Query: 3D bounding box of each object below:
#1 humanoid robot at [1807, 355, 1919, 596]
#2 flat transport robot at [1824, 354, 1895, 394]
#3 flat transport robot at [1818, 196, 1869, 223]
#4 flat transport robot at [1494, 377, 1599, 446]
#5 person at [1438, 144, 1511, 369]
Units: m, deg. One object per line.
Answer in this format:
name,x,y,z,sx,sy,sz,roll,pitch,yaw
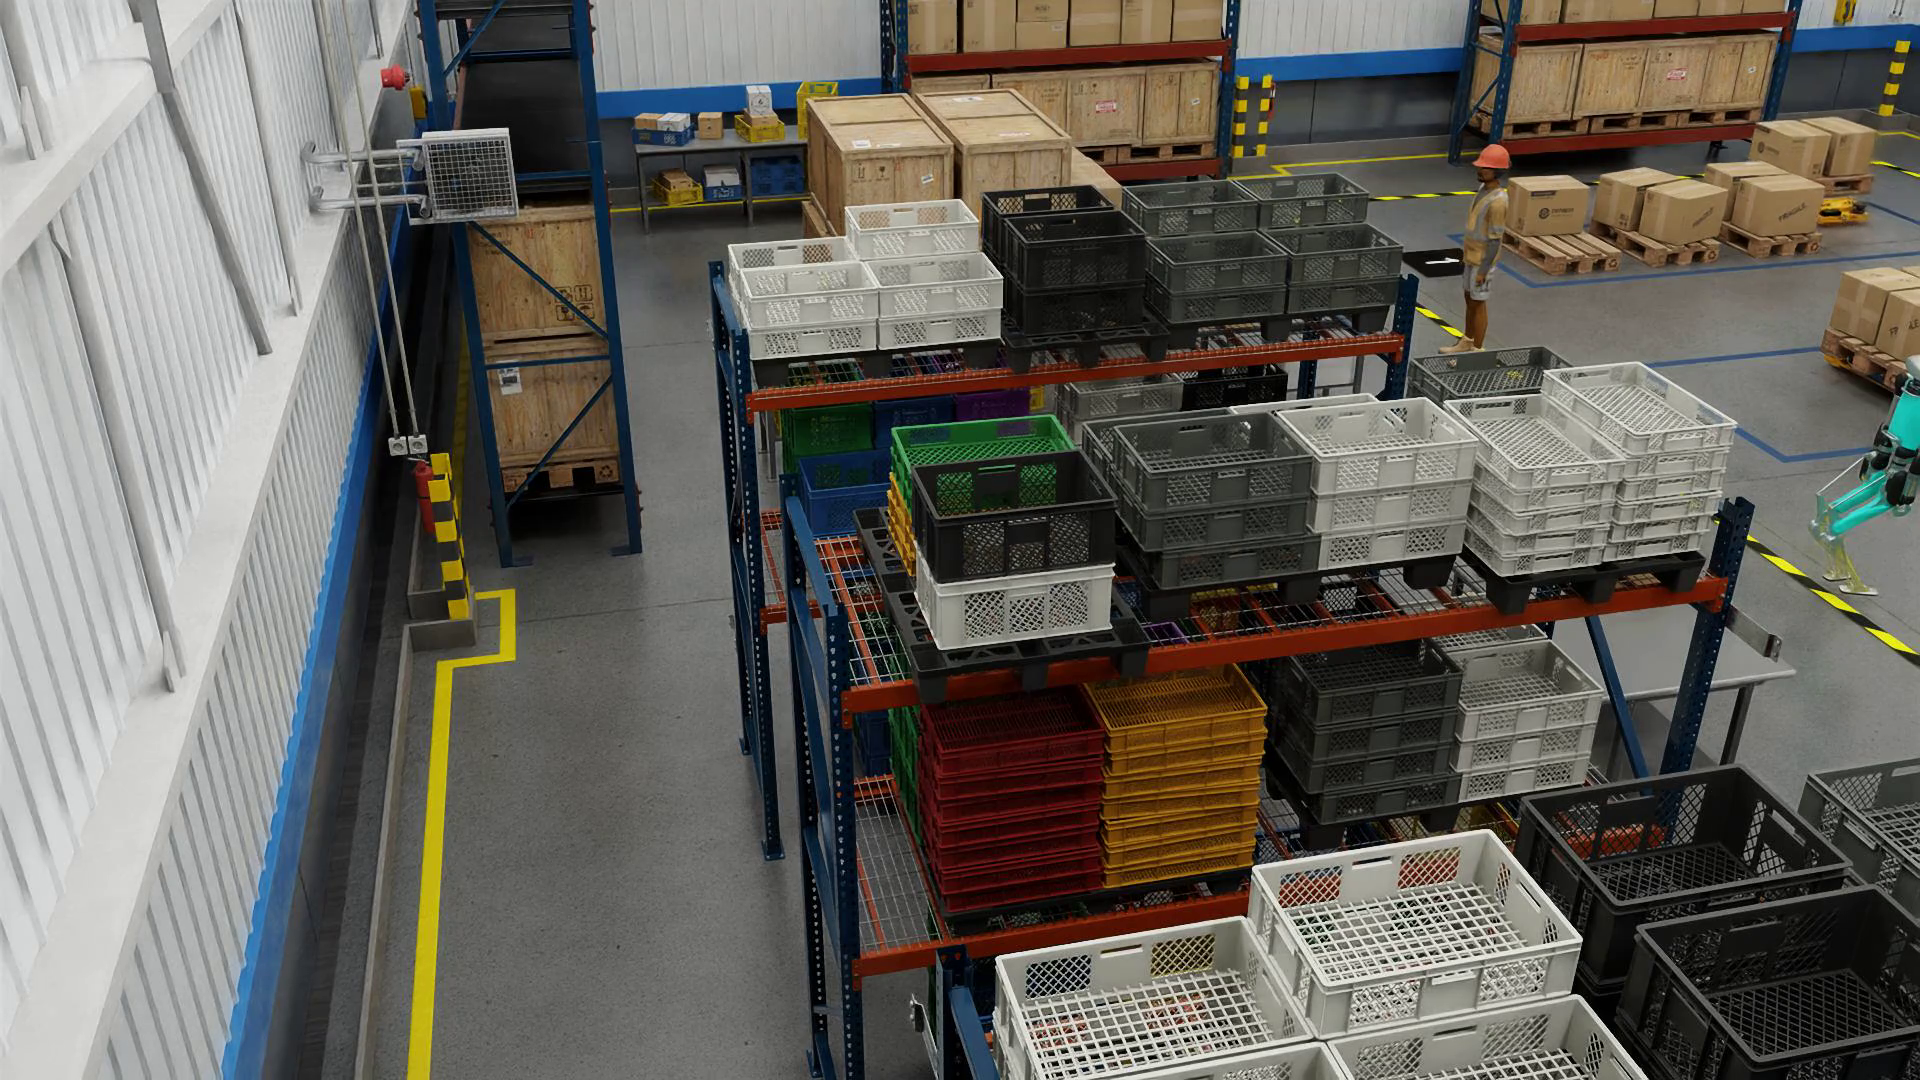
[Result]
humanoid robot,6.062,-0.428,11.139,0.735,1.677,0.533,-1,28,-2
flat transport robot,8.473,-1.467,14.800,0.652,0.197,1.431,-6,28,-12
flat transport robot,10.014,-4.070,19.739,0.652,0.197,1.431,-6,28,-12
flat transport robot,4.780,-1.036,14.013,0.659,0.231,1.431,-6,28,-12
person,4.659,-2.541,14.963,0.366,2.048,0.606,1,28,1
